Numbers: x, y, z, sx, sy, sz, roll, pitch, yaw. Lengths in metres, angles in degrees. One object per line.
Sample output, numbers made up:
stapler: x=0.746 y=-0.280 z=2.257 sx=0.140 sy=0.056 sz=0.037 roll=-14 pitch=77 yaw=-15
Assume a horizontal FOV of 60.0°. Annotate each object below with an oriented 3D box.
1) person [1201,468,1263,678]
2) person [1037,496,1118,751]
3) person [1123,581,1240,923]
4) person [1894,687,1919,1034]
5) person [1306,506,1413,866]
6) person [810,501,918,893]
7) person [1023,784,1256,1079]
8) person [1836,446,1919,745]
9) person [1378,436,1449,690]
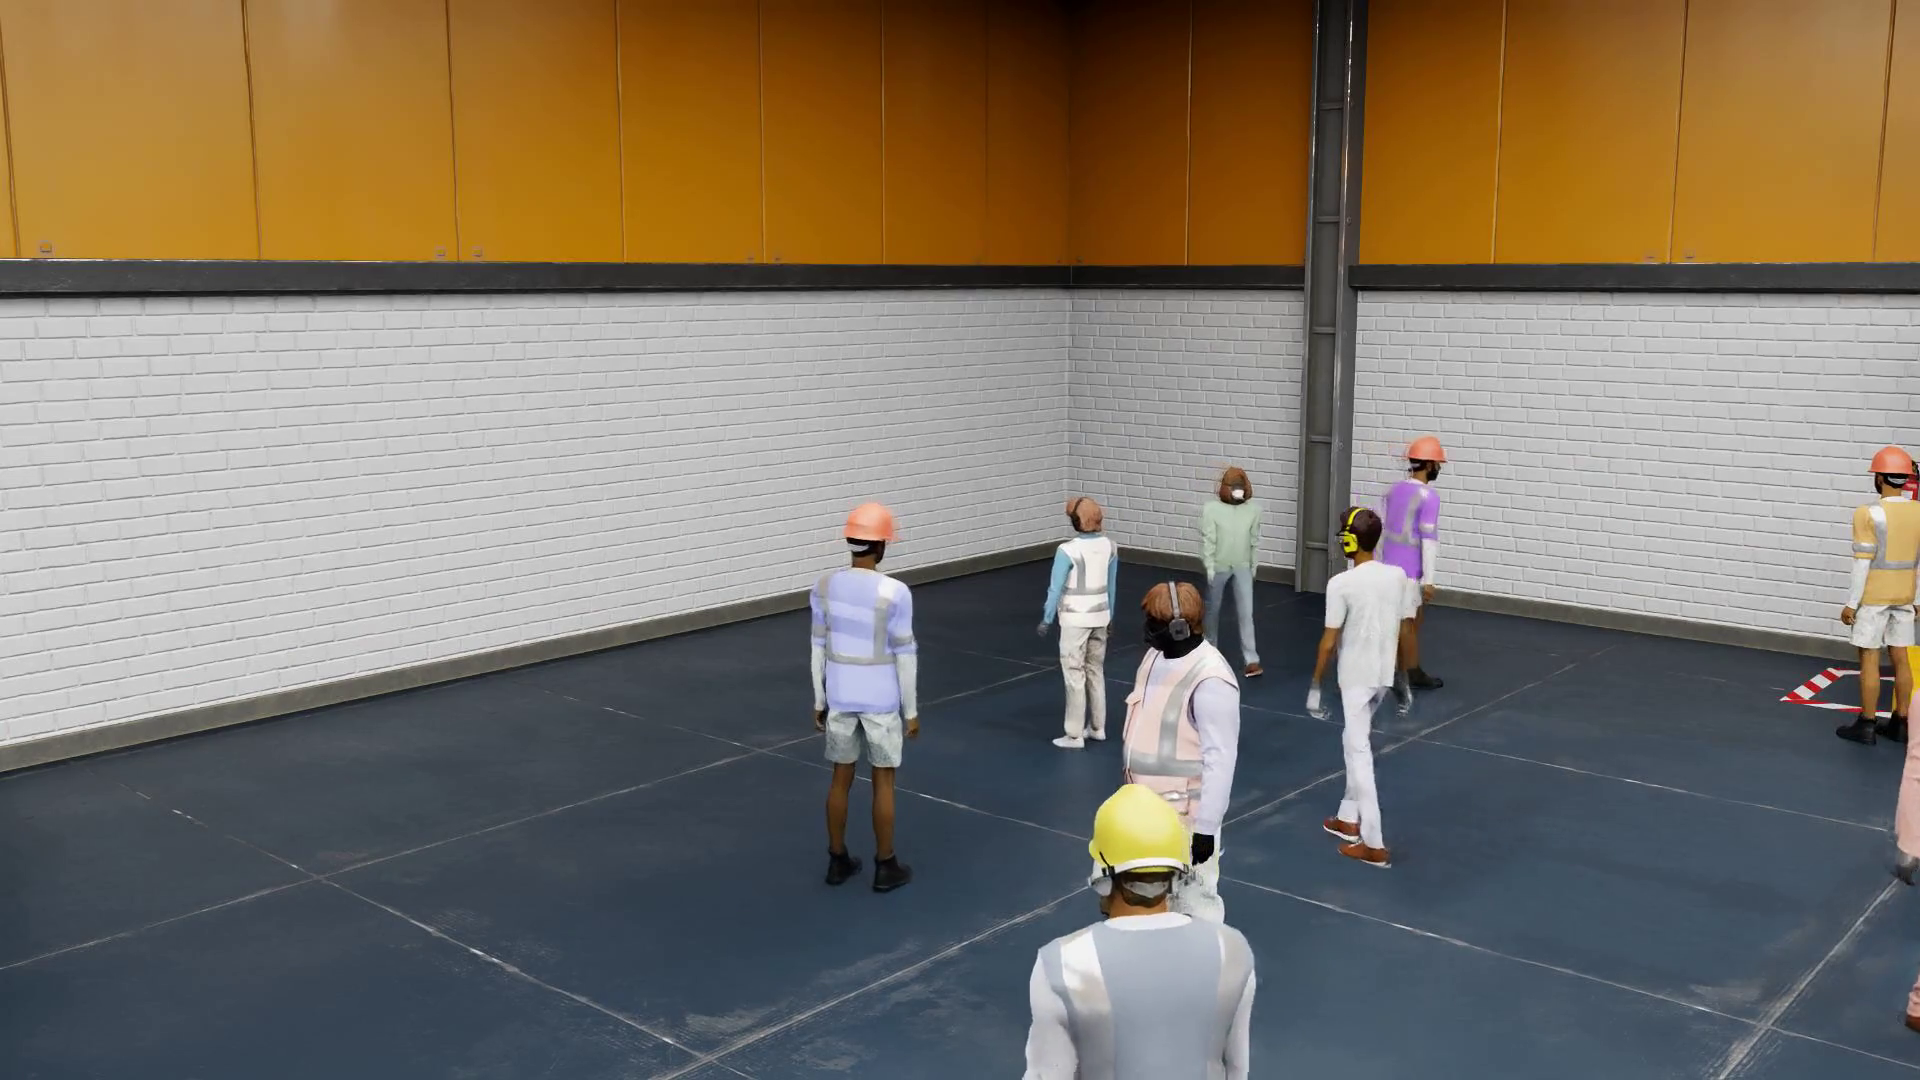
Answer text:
person: x=2.062 y=0.238 z=12.658 sx=0.506 sy=1.581 sz=0.888 roll=-2 pitch=9 yaw=-9
person: x=0.777 y=0.534 z=10.642 sx=0.527 sy=1.636 sz=0.359 roll=-8 pitch=12 yaw=-40
person: x=0.865 y=1.068 z=6.653 sx=0.430 sy=1.838 sz=0.624 roll=-3 pitch=9 yaw=-17
person: x=3.908 y=1.131 z=6.176 sx=0.672 sy=1.852 sz=0.971 roll=-2 pitch=9 yaw=-12
person: x=2.039 y=0.740 z=8.712 sx=0.541 sy=1.840 sz=0.753 roll=-5 pitch=10 yaw=-30
person: x=-0.465 y=0.772 z=8.197 sx=0.546 sy=1.938 sz=0.364 roll=4 pitch=10 yaw=22
person: x=0.407 y=1.482 z=4.121 sx=0.618 sy=1.810 sz=0.566 roll=-3 pitch=9 yaw=-17
person: x=5.974 y=0.359 z=10.783 sx=0.550 sy=1.935 sz=0.376 roll=-1 pitch=9 yaw=-9
person: x=3.148 y=0.195 z=11.952 sx=0.854 sy=1.897 sz=0.555 roll=-2 pitch=9 yaw=-13
